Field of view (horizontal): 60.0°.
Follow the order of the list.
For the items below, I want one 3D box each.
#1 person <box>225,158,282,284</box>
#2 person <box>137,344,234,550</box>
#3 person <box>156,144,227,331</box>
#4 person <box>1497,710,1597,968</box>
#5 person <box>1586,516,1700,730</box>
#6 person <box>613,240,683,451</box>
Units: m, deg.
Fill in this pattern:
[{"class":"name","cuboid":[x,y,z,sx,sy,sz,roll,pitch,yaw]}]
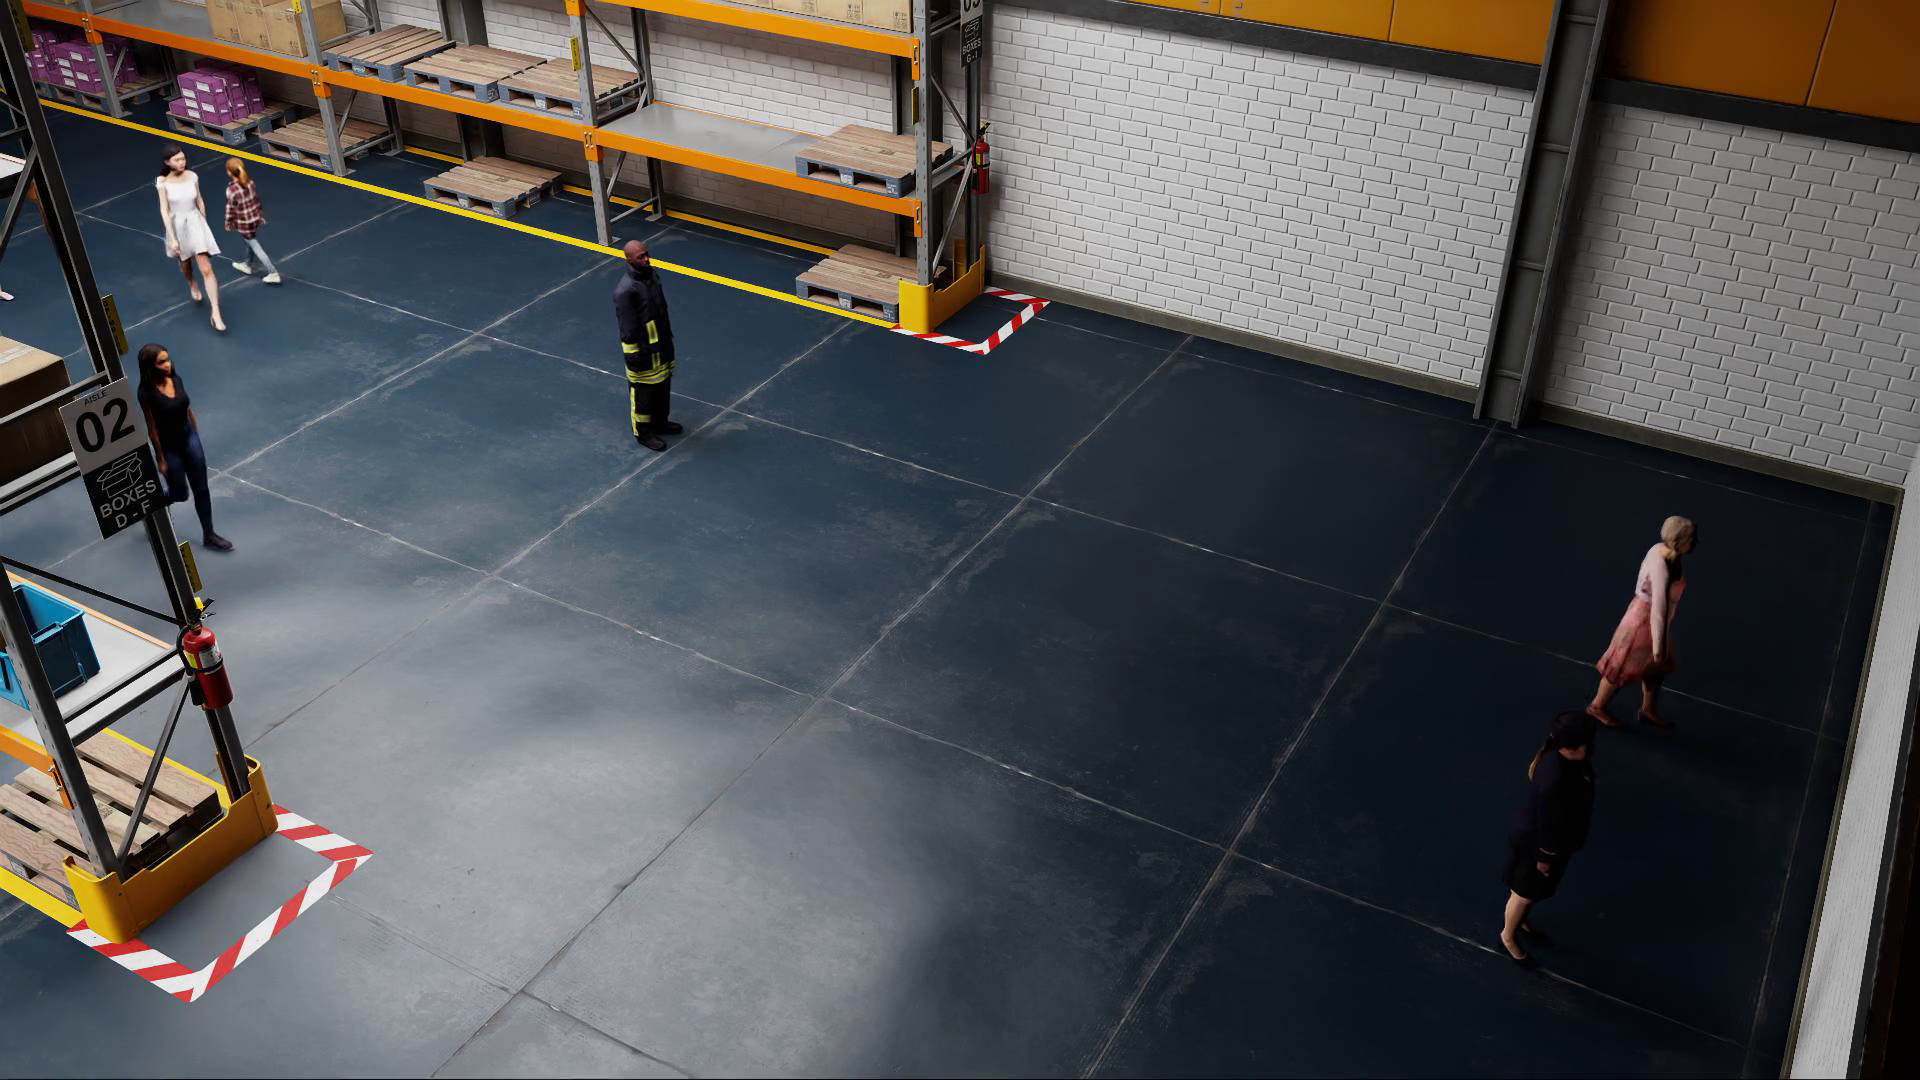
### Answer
[{"class":"person","cuboid":[-7.103,-3.171,16.677,0.927,1.273,0.620,12,35,17]},{"class":"person","cuboid":[-5.968,-0.698,12.548,0.888,1.726,0.612,15,36,21]},{"class":"person","cuboid":[-7.406,-2.912,15.896,0.962,1.707,1.313,-22,39,-29]},{"class":"person","cuboid":[3.200,1.620,9.109,0.625,1.671,0.698,16,37,22]},{"class":"person","cuboid":[4.334,0.545,10.726,0.833,1.673,0.671,14,36,20]},{"class":"person","cuboid":[-2.631,-1.662,13.911,0.717,1.822,0.785,12,35,17]}]
